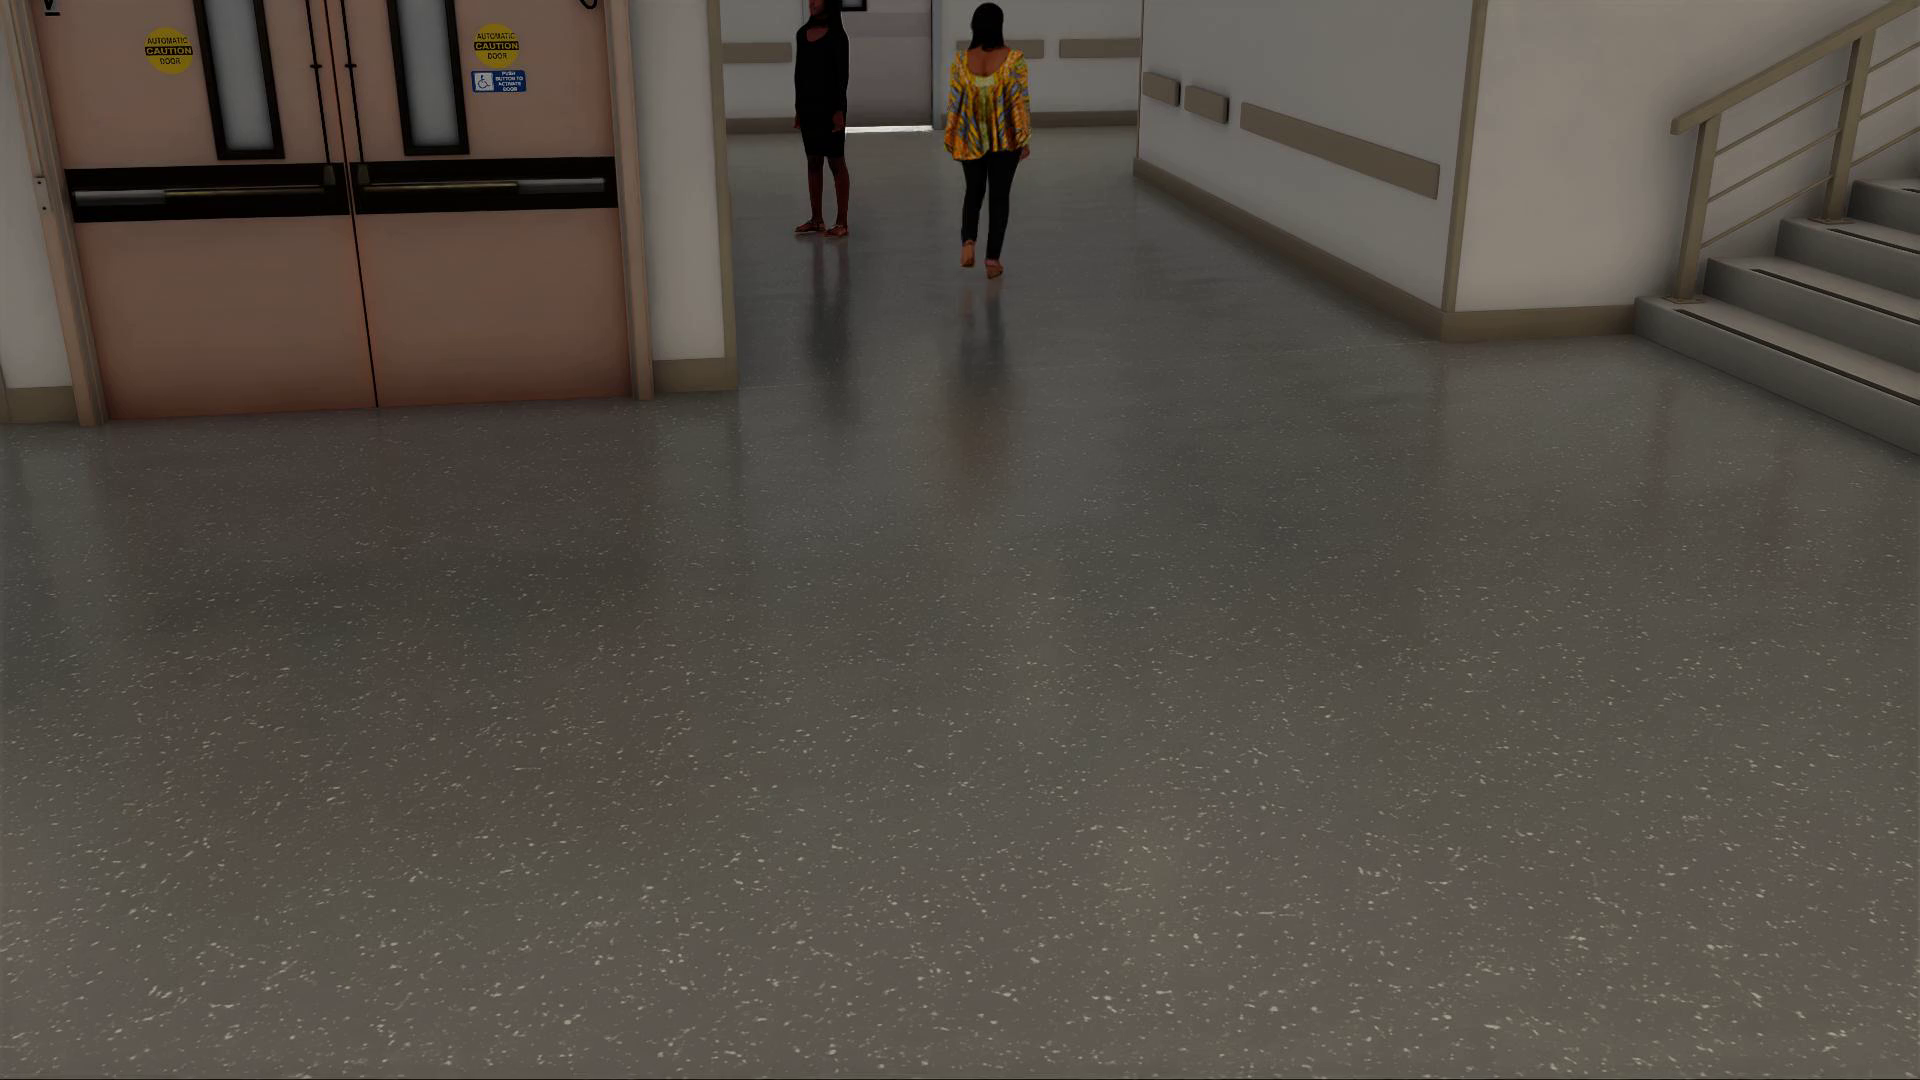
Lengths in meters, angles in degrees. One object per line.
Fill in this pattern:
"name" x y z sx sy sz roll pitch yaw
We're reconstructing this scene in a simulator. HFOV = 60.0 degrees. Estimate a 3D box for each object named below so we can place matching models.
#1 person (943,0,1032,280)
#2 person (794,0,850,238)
"person" 0.165 -2.413 10.176 0.837 1.646 0.915 6 21 14
"person" -0.956 -2.998 11.615 0.676 1.720 0.728 15 25 34
